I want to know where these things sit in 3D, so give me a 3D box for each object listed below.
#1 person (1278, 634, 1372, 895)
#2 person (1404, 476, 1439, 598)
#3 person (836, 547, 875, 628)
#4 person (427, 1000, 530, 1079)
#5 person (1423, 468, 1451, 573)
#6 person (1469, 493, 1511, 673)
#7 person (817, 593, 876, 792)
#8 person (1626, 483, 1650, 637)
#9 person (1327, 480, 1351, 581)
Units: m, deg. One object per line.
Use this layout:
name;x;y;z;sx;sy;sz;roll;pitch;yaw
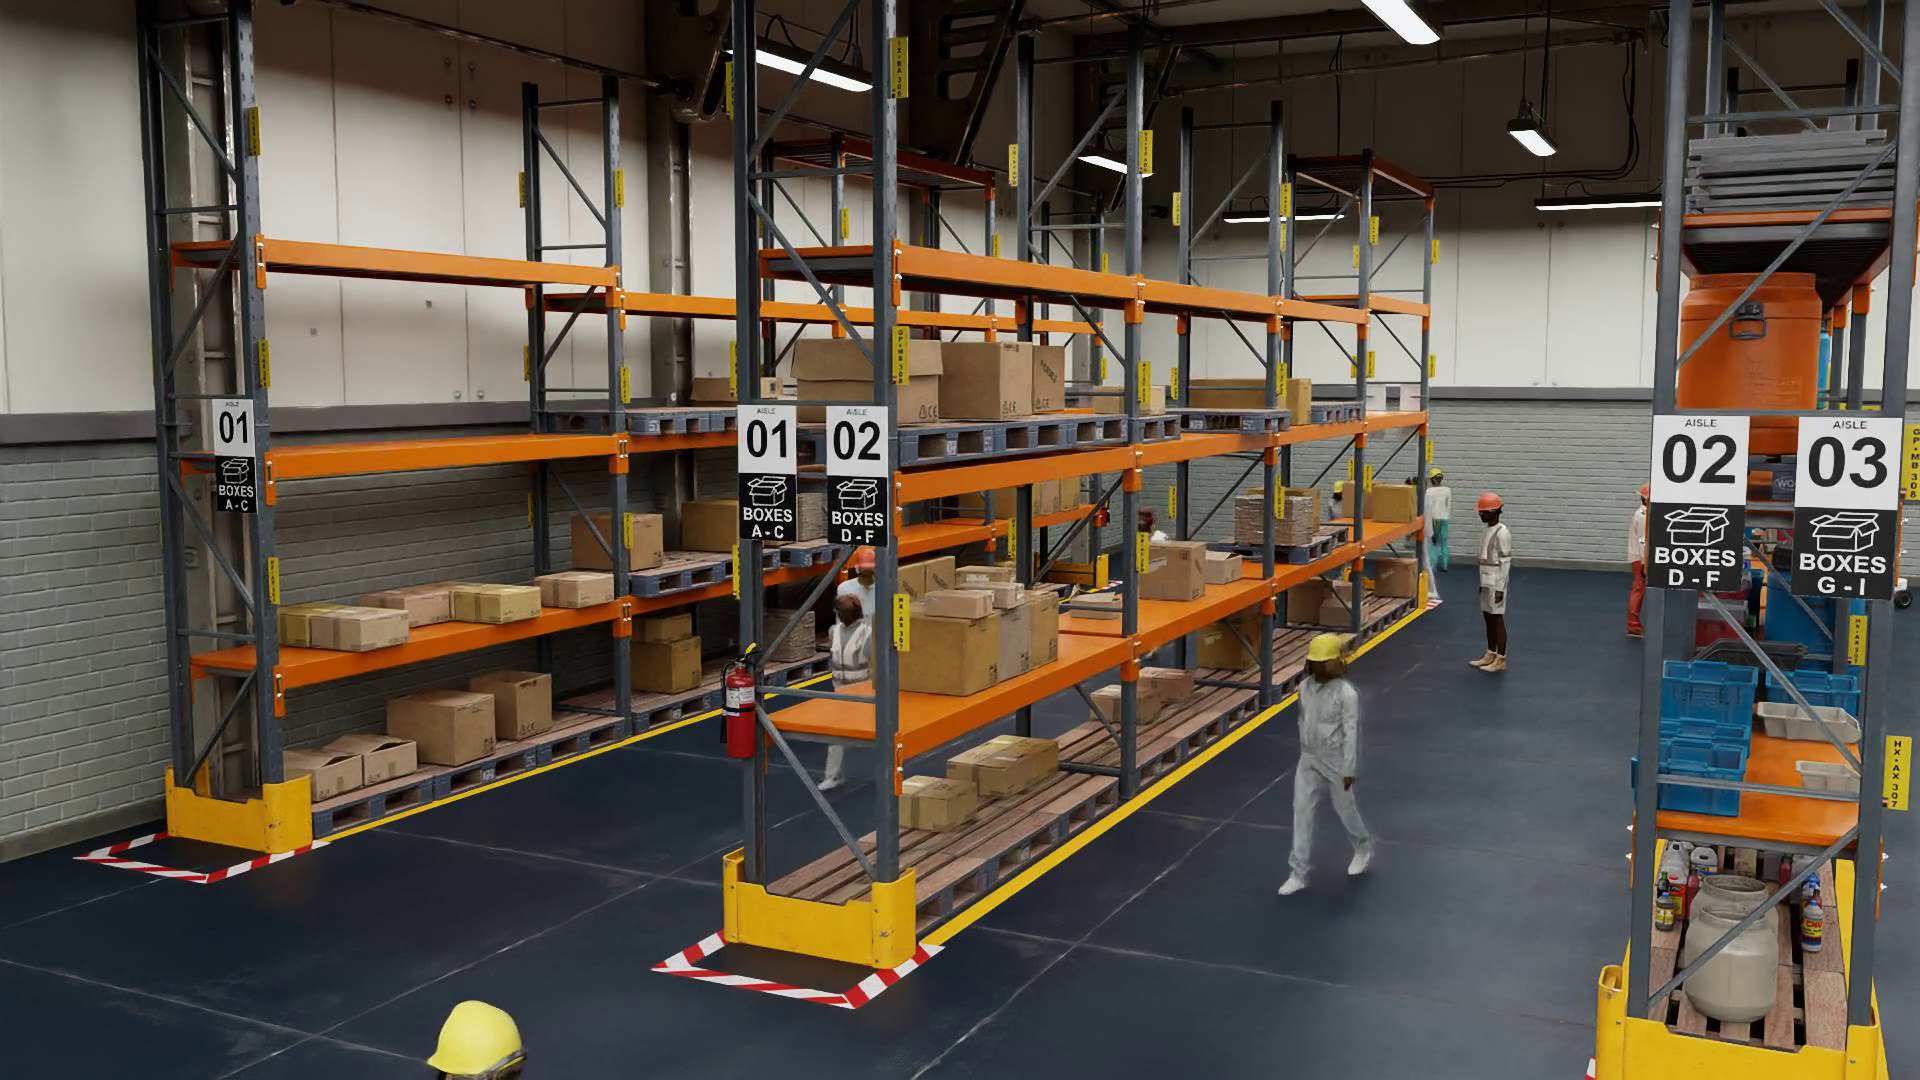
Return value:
person;2.464;1.450;11.036;0.902;1.701;0.495;-6;8;-43
person;6.857;-0.044;24.943;0.777;1.825;0.599;5;8;39
person;-0.895;0.940;15.718;0.559;1.754;0.322;-1;6;-13
person;-1.251;2.095;4.437;0.326;1.767;0.533;2;6;17
person;8.022;-0.325;28.013;0.523;1.759;0.332;-2;6;-22
person;5.986;0.484;18.792;0.395;2.036;0.614;0;6;-2
person;-0.853;1.232;13.704;0.536;1.601;0.870;4;7;34
person;8.782;0.254;21.314;0.416;1.985;0.610;2;6;20
person;5.921;-0.075;25.797;0.492;1.717;0.432;4;7;31
